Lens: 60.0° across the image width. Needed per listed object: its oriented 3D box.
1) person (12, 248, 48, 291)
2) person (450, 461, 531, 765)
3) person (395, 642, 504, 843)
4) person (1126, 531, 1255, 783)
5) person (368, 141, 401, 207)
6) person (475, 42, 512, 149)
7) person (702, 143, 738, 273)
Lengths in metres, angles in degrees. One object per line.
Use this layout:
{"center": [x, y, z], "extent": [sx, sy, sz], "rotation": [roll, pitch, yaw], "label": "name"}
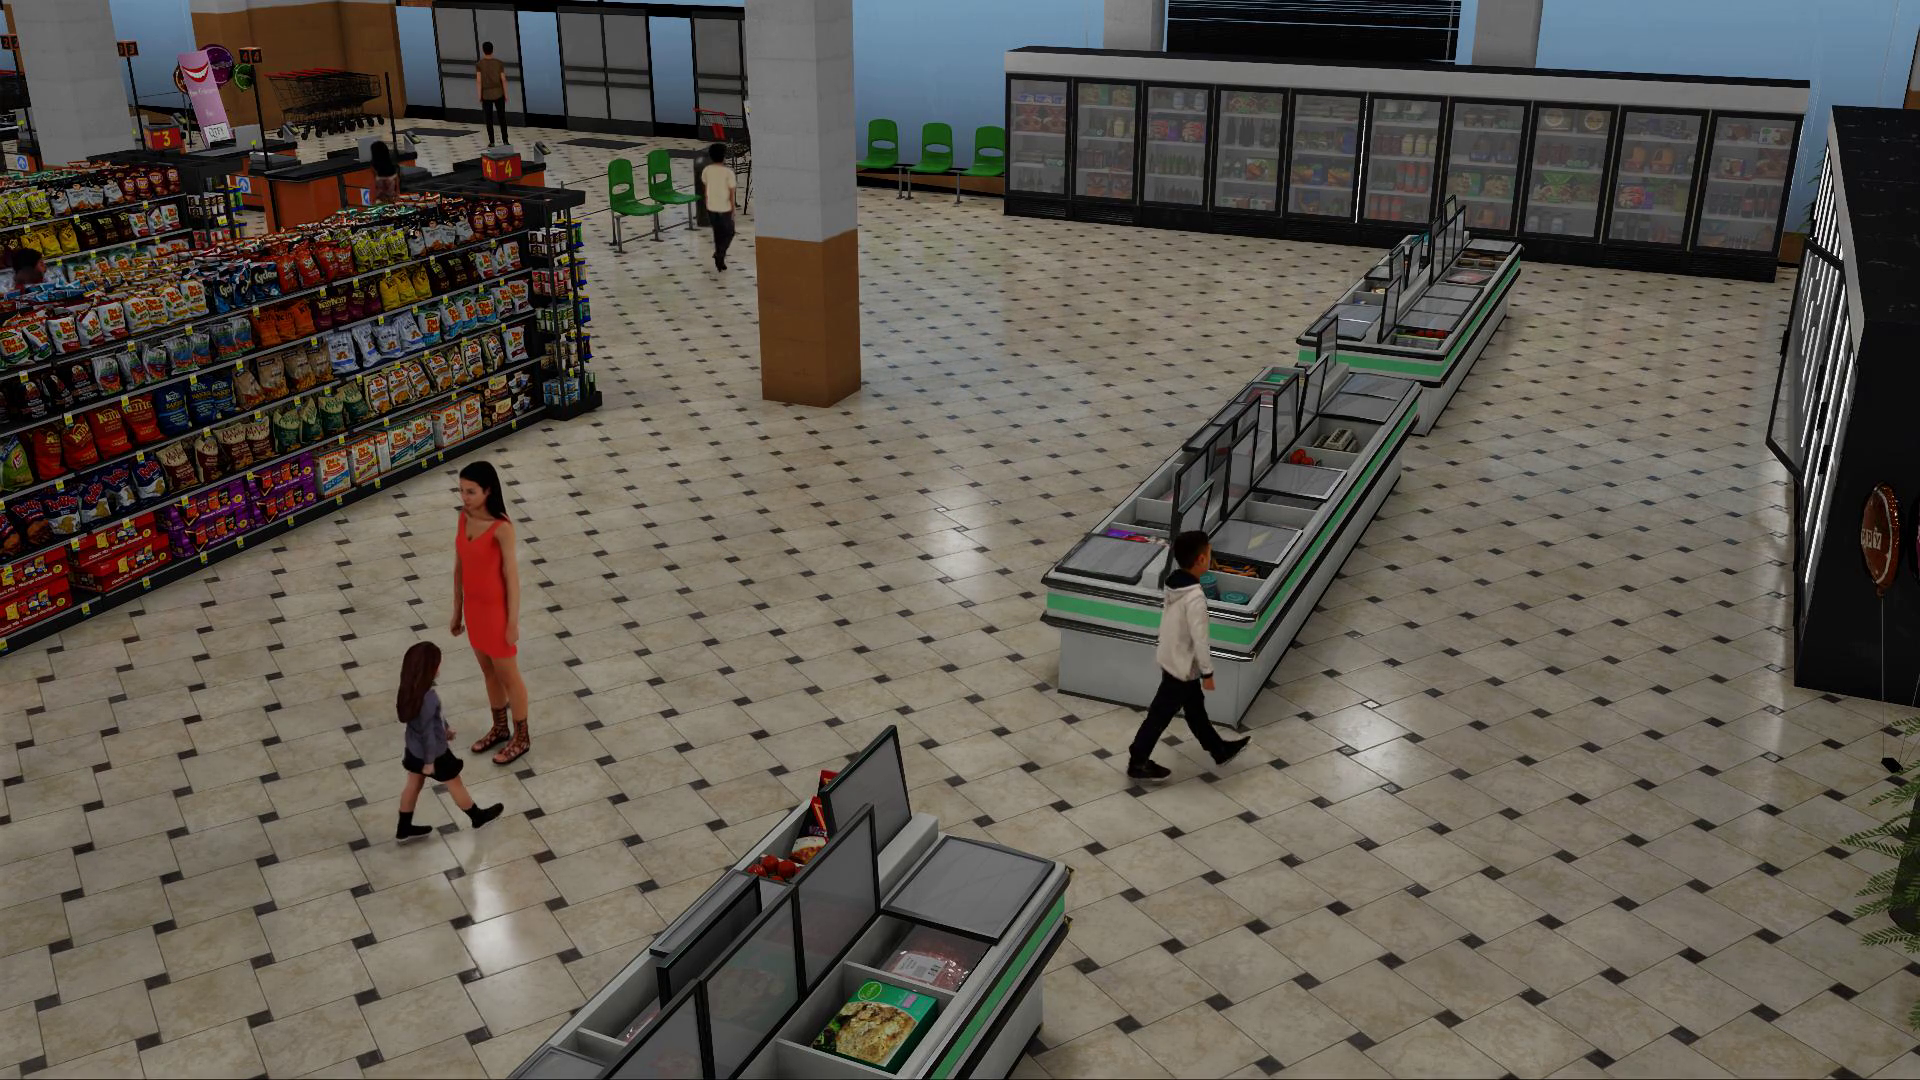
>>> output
{"center": [-7.850, -1.557, 14.031], "extent": [0.792, 1.691, 1.188], "rotation": [16, 27, 34], "label": "person"}
{"center": [-2.583, 0.375, 9.185], "extent": [0.632, 1.719, 0.602], "rotation": [14, 26, 32], "label": "person"}
{"center": [-2.742, 1.044, 8.385], "extent": [0.822, 1.075, 0.691], "rotation": [-13, 26, -30], "label": "person"}
{"center": [1.098, 0.667, 8.870], "extent": [0.974, 1.412, 0.997], "rotation": [-3, 22, -7], "label": "person"}
{"center": [-6.913, -4.001, 20.198], "extent": [0.784, 1.628, 0.855], "rotation": [14, 26, 32], "label": "person"}
{"center": [-8.354, -7.946, 29.718], "extent": [0.745, 1.851, 0.792], "rotation": [-7, 23, -16], "label": "person"}
{"center": [-2.951, -4.021, 20.323], "extent": [0.677, 1.572, 0.845], "rotation": [5, 23, 13], "label": "person"}
